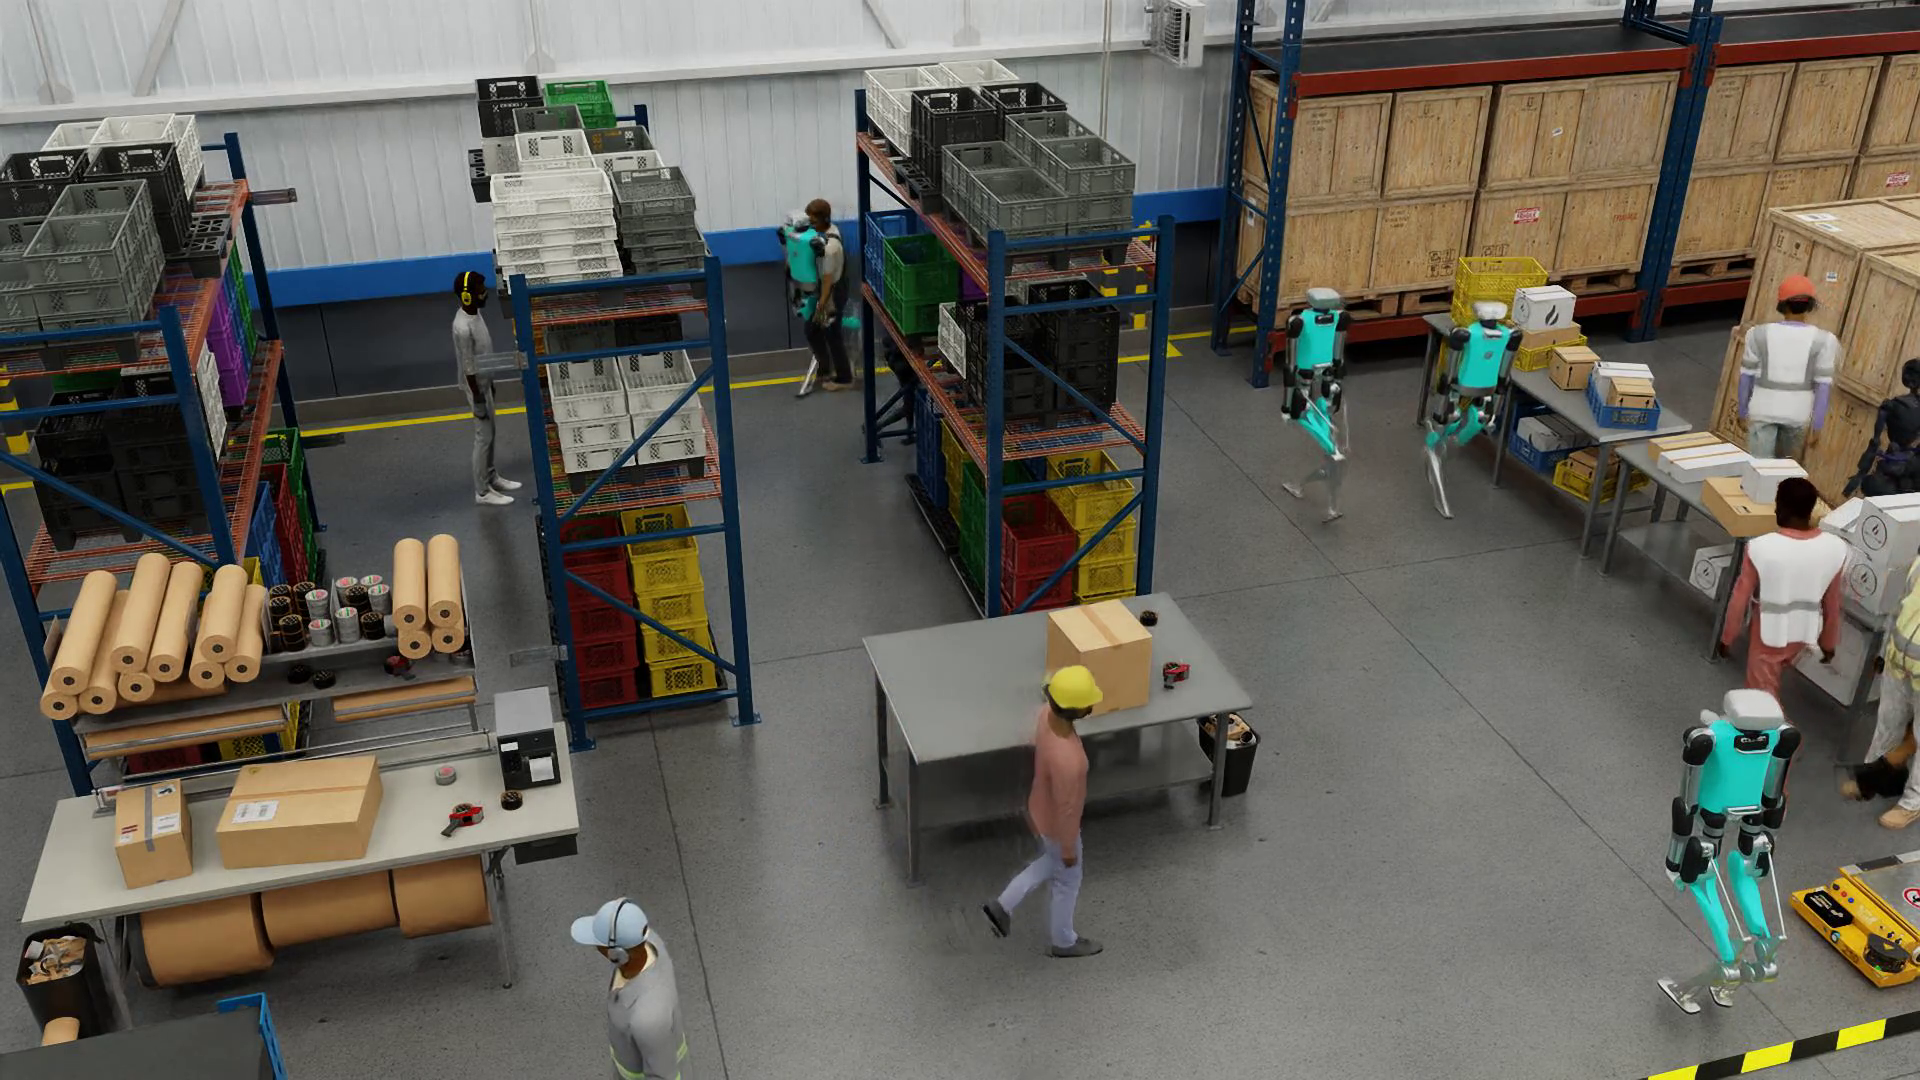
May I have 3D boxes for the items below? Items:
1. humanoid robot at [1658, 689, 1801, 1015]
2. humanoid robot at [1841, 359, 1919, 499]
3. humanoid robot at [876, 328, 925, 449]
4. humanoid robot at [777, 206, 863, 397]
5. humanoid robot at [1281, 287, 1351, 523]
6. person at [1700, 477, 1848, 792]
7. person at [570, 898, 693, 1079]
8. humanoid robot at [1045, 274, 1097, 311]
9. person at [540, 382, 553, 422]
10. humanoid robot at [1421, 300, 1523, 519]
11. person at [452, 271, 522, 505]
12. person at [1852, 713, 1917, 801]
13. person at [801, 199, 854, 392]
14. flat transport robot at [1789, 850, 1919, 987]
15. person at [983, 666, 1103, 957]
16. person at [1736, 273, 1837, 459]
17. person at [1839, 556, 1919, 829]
[{"bbox_3d":[3.610,1.546,7.684,0.533,1.677,0.735,-3,29,-5],"label":"humanoid robot"},{"bbox_3d":[6.468,-0.501,11.638,0.612,1.630,0.731,-9,30,-16],"label":"humanoid robot"},{"bbox_3d":[-0.530,-1.513,13.472,0.571,1.638,0.590,-12,31,-21],"label":"humanoid robot"},{"bbox_3d":[-1.125,-2.121,14.517,0.541,1.753,0.886,22,36,35],"label":"humanoid robot"},{"bbox_3d":[2.764,-0.924,12.375,0.534,1.782,1.018,-12,31,-20],"label":"humanoid robot"},{"bbox_3d":[4.707,0.558,9.507,0.642,1.868,0.989,-4,29,-8],"label":"person"},{"bbox_3d":[-1.258,2.153,6.601,0.387,1.849,0.596,-8,30,-14],"label":"person"},{"bbox_3d":[0.947,-2.193,14.551,0.742,1.719,0.530,-18,33,-29],"label":"humanoid robot"},{"bbox_3d":[-3.226,-1.364,13.111,0.491,1.741,0.310,-1,29,-1],"label":"person"},{"bbox_3d":[3.748,-1.030,12.590,0.561,1.849,0.842,-3,29,-6],"label":"humanoid robot"},{"bbox_3d":[-3.618,-1.153,12.613,0.332,1.861,0.499,-3,29,-6],"label":"person"},{"bbox_3d":[5.379,0.686,9.216,0.596,1.900,0.589,-7,30,-13],"label":"person"},{"bbox_3d":[-1.215,-2.094,14.374,0.618,1.805,0.592,-1,29,-2],"label":"person"},{"bbox_3d":[5.163,1.916,8.676,1.431,0.231,0.659,-8,30,-14],"label":"flat transport robot"},{"bbox_3d":[0.444,1.357,8.144,0.519,1.750,0.537,-6,29,-10],"label":"person"},{"bbox_3d":[5.952,-0.951,12.136,0.608,1.957,1.058,8,30,14],"label":"person"},{"bbox_3d":[5.337,0.742,9.189,0.430,1.837,0.623,-10,30,-18],"label":"person"}]
